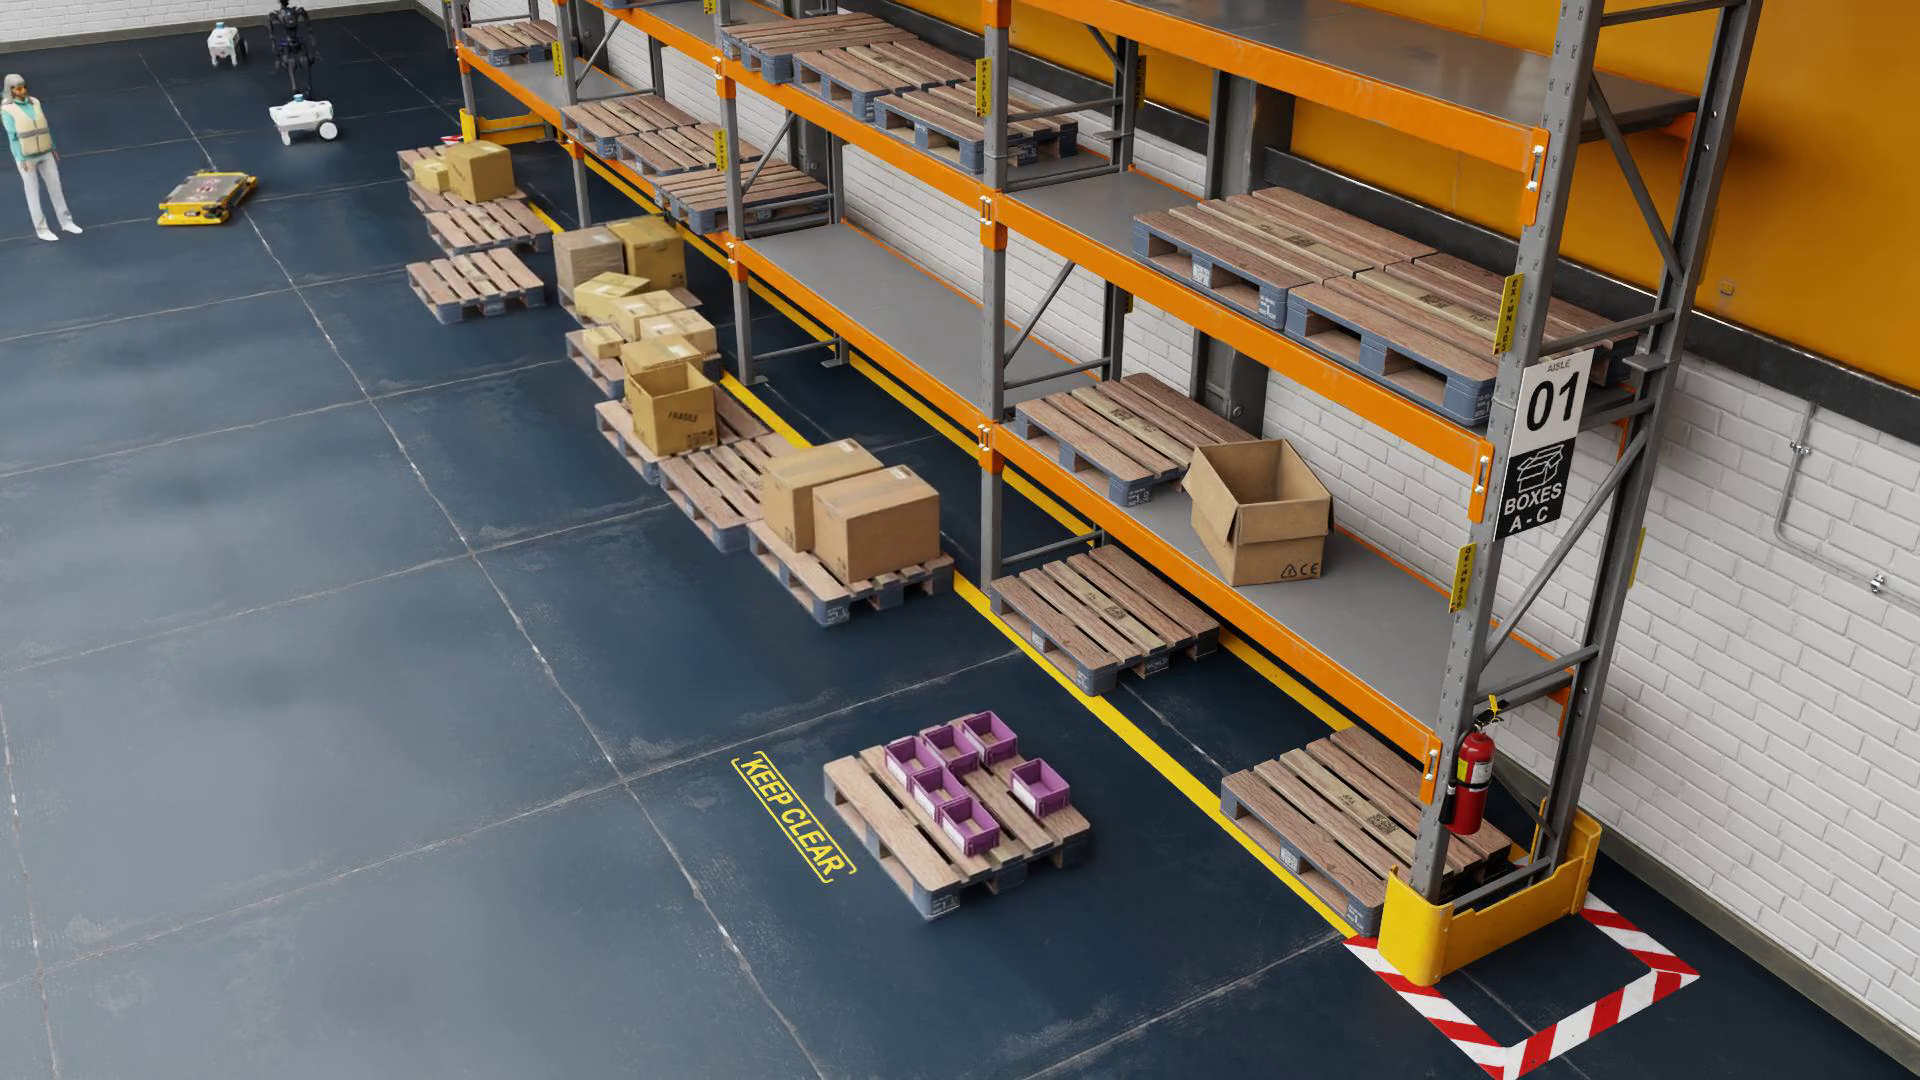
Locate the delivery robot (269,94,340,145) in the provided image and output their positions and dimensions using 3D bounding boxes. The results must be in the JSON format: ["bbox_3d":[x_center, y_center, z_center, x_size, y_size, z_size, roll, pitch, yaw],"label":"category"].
[{"bbox_3d":[-8.071,-5.189,20.514,0.778,0.607,0.510,-16,33,-26],"label":"delivery robot"}]

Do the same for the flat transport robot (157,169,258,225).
[{"bbox_3d":[-8.269,-3.773,18.293,0.659,0.231,1.431,-3,30,-5],"label":"flat transport robot"}]

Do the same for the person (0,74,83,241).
[{"bbox_3d":[-9.546,-3.950,17.148,0.388,1.705,0.471,14,32,22],"label":"person"}]

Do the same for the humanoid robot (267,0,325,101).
[{"bbox_3d":[-8.394,-6.155,21.069,0.611,1.651,0.359,-21,36,-32],"label":"humanoid robot"}]

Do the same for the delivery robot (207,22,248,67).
[{"bbox_3d":[-10.597,-7.165,23.959,0.499,0.563,0.738,-7,30,-12],"label":"delivery robot"}]
